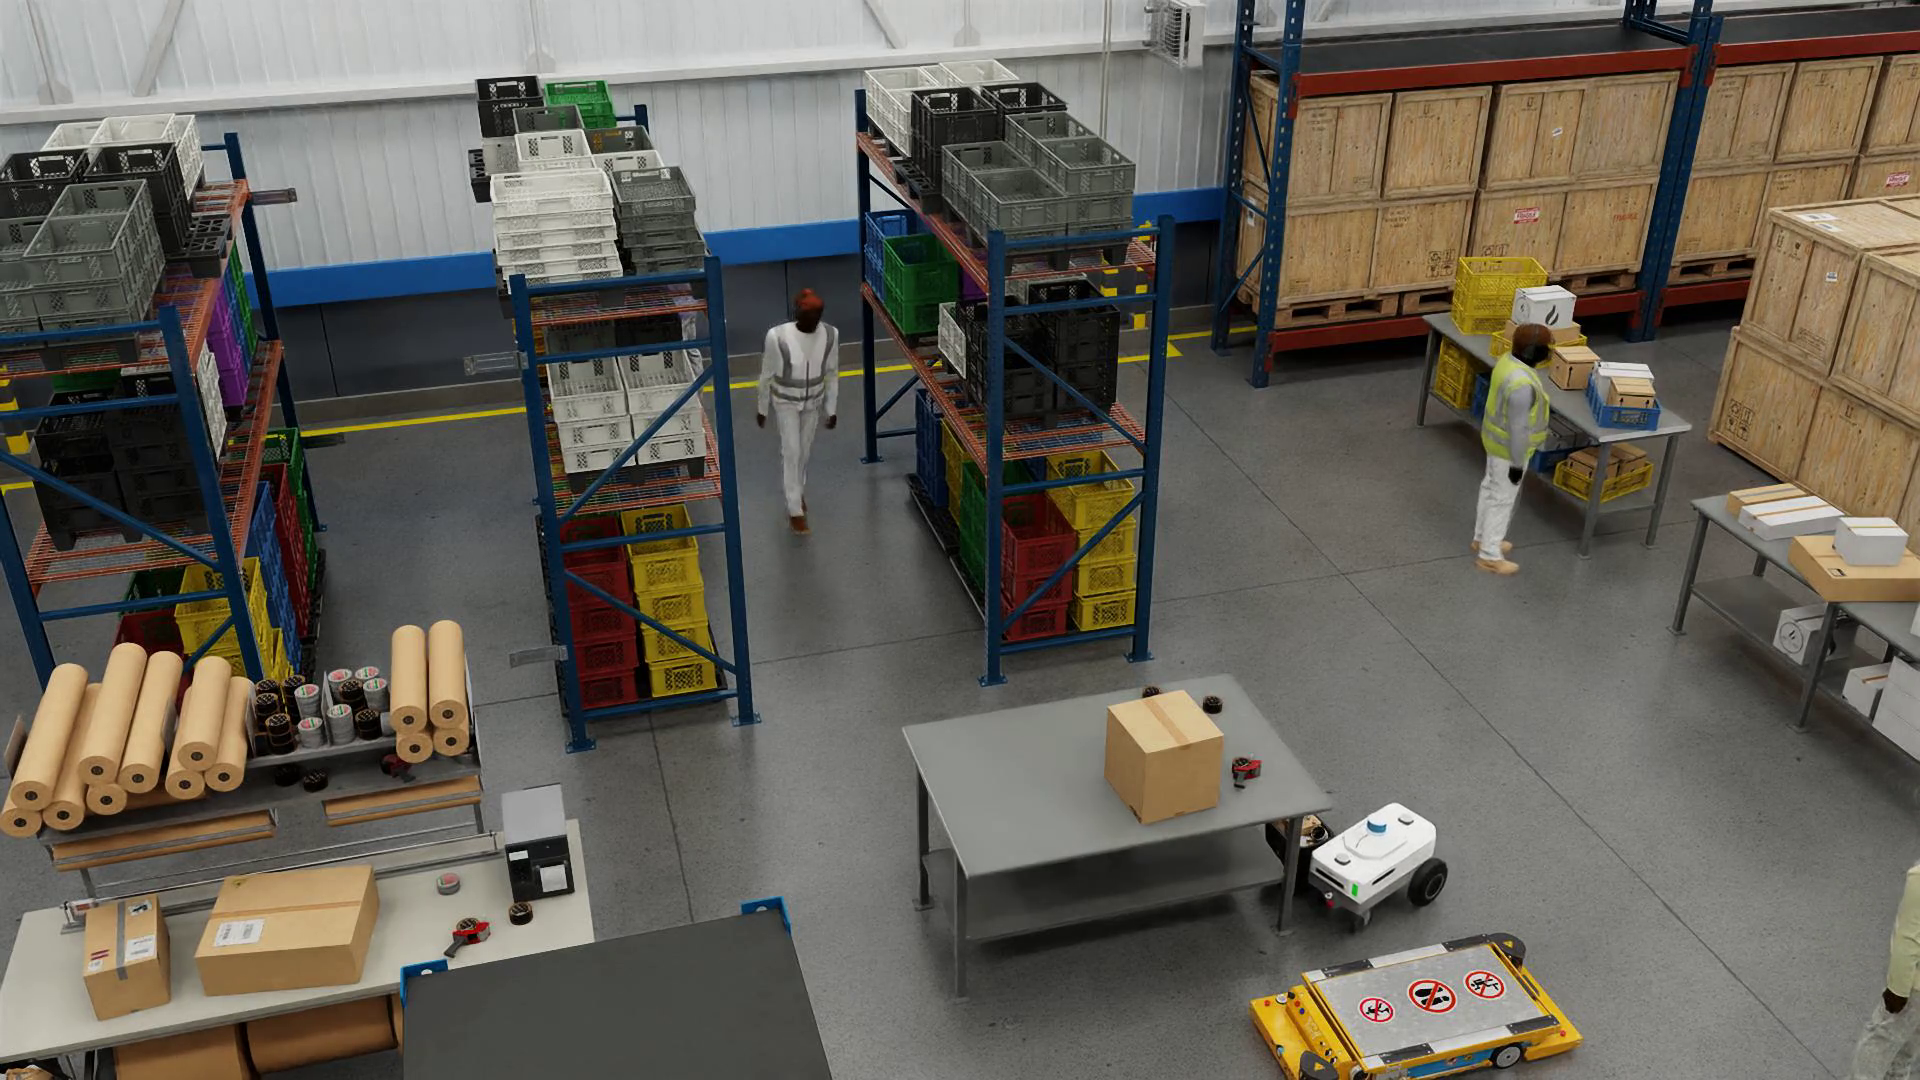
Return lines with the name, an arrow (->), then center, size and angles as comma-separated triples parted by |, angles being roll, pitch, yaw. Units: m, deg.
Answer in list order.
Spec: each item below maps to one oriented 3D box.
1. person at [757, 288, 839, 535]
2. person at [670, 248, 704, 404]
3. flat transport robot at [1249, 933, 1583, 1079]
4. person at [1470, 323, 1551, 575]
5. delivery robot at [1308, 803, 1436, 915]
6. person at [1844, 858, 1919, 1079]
person -> -1.154, -0.971, 12.268 | 0.617, 1.865, 0.673 | -15, 32, -25
person -> -2.363, -1.860, 13.799 | 0.372, 1.940, 0.631 | 6, 29, 11
flat transport robot -> 2.184, 2.282, 7.980 | 1.431, 0.197, 0.652 | -8, 30, -14
person -> 3.887, -0.662, 11.719 | 0.429, 1.842, 0.629 | 3, 29, 6
delivery robot -> 2.165, 1.656, 8.733 | 0.707, 0.478, 0.477 | -21, 35, -34
person -> 4.239, 1.830, 7.197 | 0.599, 1.827, 0.403 | -15, 32, -26
